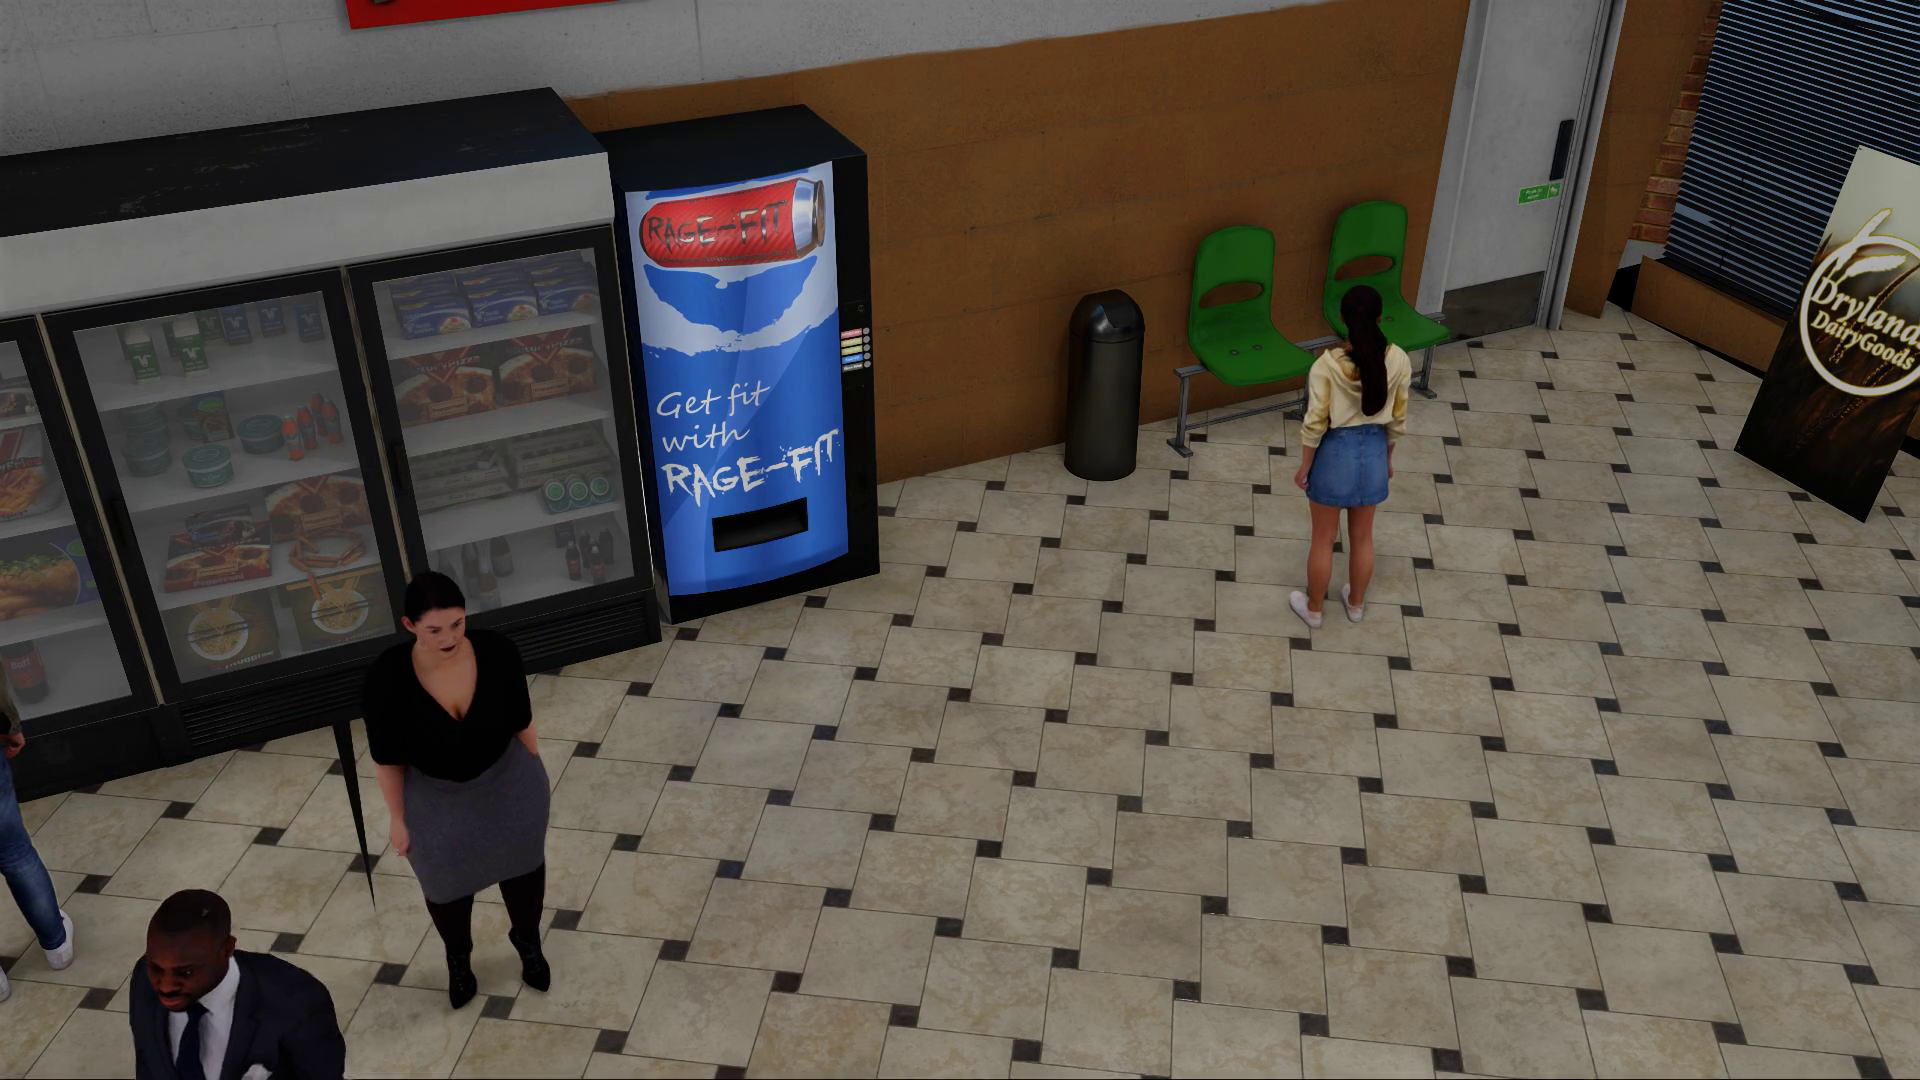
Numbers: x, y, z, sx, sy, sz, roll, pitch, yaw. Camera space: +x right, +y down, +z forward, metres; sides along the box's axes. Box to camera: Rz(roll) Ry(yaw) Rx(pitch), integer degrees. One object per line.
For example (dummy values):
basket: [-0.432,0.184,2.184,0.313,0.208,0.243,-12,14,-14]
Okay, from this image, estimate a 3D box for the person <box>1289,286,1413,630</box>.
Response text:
person: [1.709,-0.344,7.316,0.696,1.631,0.647,-5,32,-7]

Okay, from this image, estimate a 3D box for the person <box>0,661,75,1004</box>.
person: [-3.307,0.730,5.369,0.774,1.865,0.702,-27,41,-36]

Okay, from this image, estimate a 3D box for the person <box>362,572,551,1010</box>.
person: [-1.587,0.819,5.340,0.675,1.745,0.626,-12,34,-19]

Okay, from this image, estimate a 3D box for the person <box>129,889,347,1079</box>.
person: [-1.722,1.517,4.160,1.040,1.806,1.124,8,33,12]
